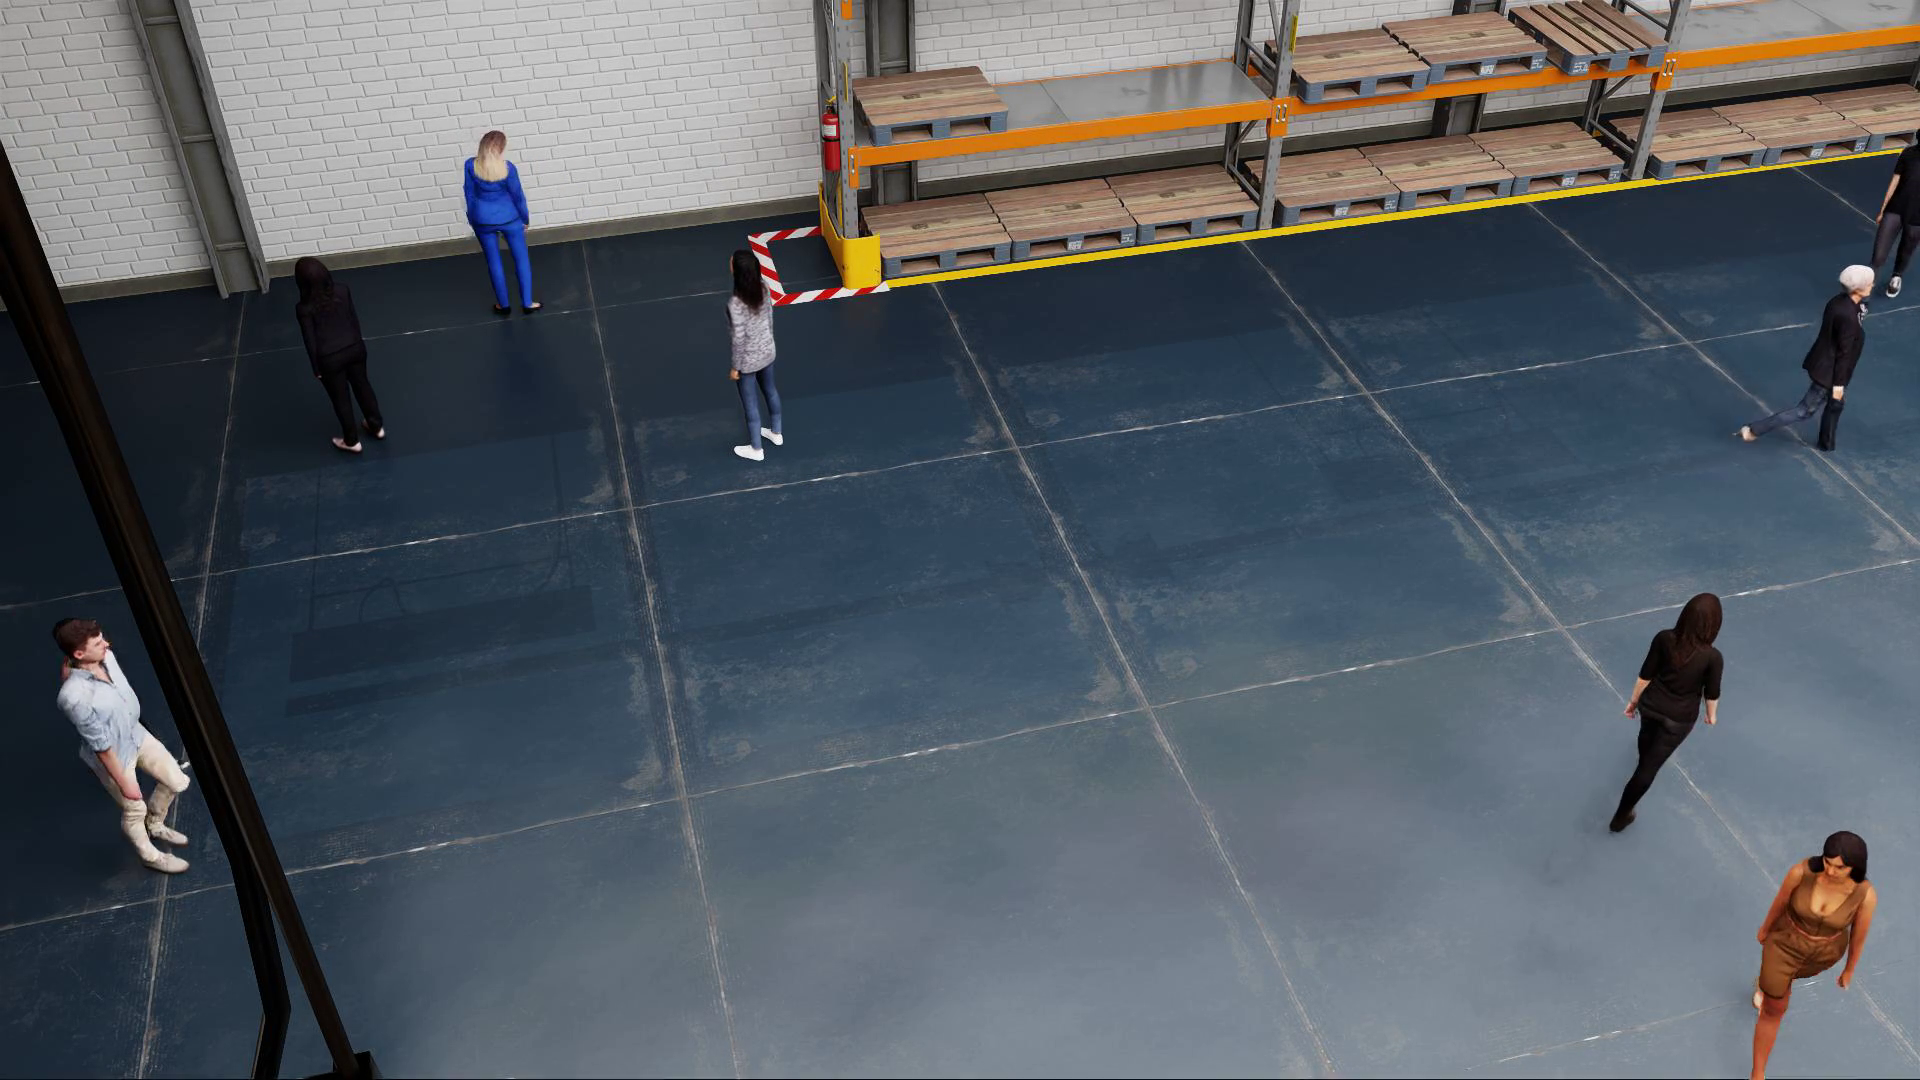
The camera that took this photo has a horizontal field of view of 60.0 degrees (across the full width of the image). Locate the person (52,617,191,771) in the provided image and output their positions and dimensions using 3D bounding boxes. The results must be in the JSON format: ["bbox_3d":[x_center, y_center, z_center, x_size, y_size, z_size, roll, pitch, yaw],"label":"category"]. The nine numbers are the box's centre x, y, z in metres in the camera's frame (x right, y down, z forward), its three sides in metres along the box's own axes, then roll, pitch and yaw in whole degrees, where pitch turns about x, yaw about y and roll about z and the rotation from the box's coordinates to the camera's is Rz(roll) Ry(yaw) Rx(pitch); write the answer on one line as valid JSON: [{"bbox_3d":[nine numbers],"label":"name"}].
[{"bbox_3d":[-5.181,0.942,9.950,0.932,1.228,0.824,14,41,17],"label":"person"}]

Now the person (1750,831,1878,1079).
[{"bbox_3d":[4.220,1.994,8.320,1.107,1.618,1.101,15,41,18],"label":"person"}]

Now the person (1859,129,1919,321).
[{"bbox_3d":[8.107,-2.789,14.164,1.084,1.800,1.236,25,45,28],"label":"person"}]

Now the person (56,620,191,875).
[{"bbox_3d":[-4.724,1.166,9.185,0.769,1.834,0.755,4,39,5],"label":"person"}]

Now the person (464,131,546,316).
[{"bbox_3d":[-3.952,-2.689,14.127,0.572,1.689,0.752,-15,41,-18],"label":"person"}]

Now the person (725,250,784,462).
[{"bbox_3d":[-1.549,-1.396,12.473,0.743,1.733,0.668,23,44,26],"label":"person"}]

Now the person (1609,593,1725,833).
[{"bbox_3d":[4.012,1.037,9.528,1.087,1.607,0.877,-30,47,-32],"label":"person"}]

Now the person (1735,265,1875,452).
[{"bbox_3d":[6.530,-1.264,12.620,1.186,1.767,1.143,15,41,18],"label":"person"}]

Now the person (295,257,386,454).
[{"bbox_3d":[-4.703,-1.410,12.585,0.821,1.615,0.757,21,43,24],"label":"person"}]
